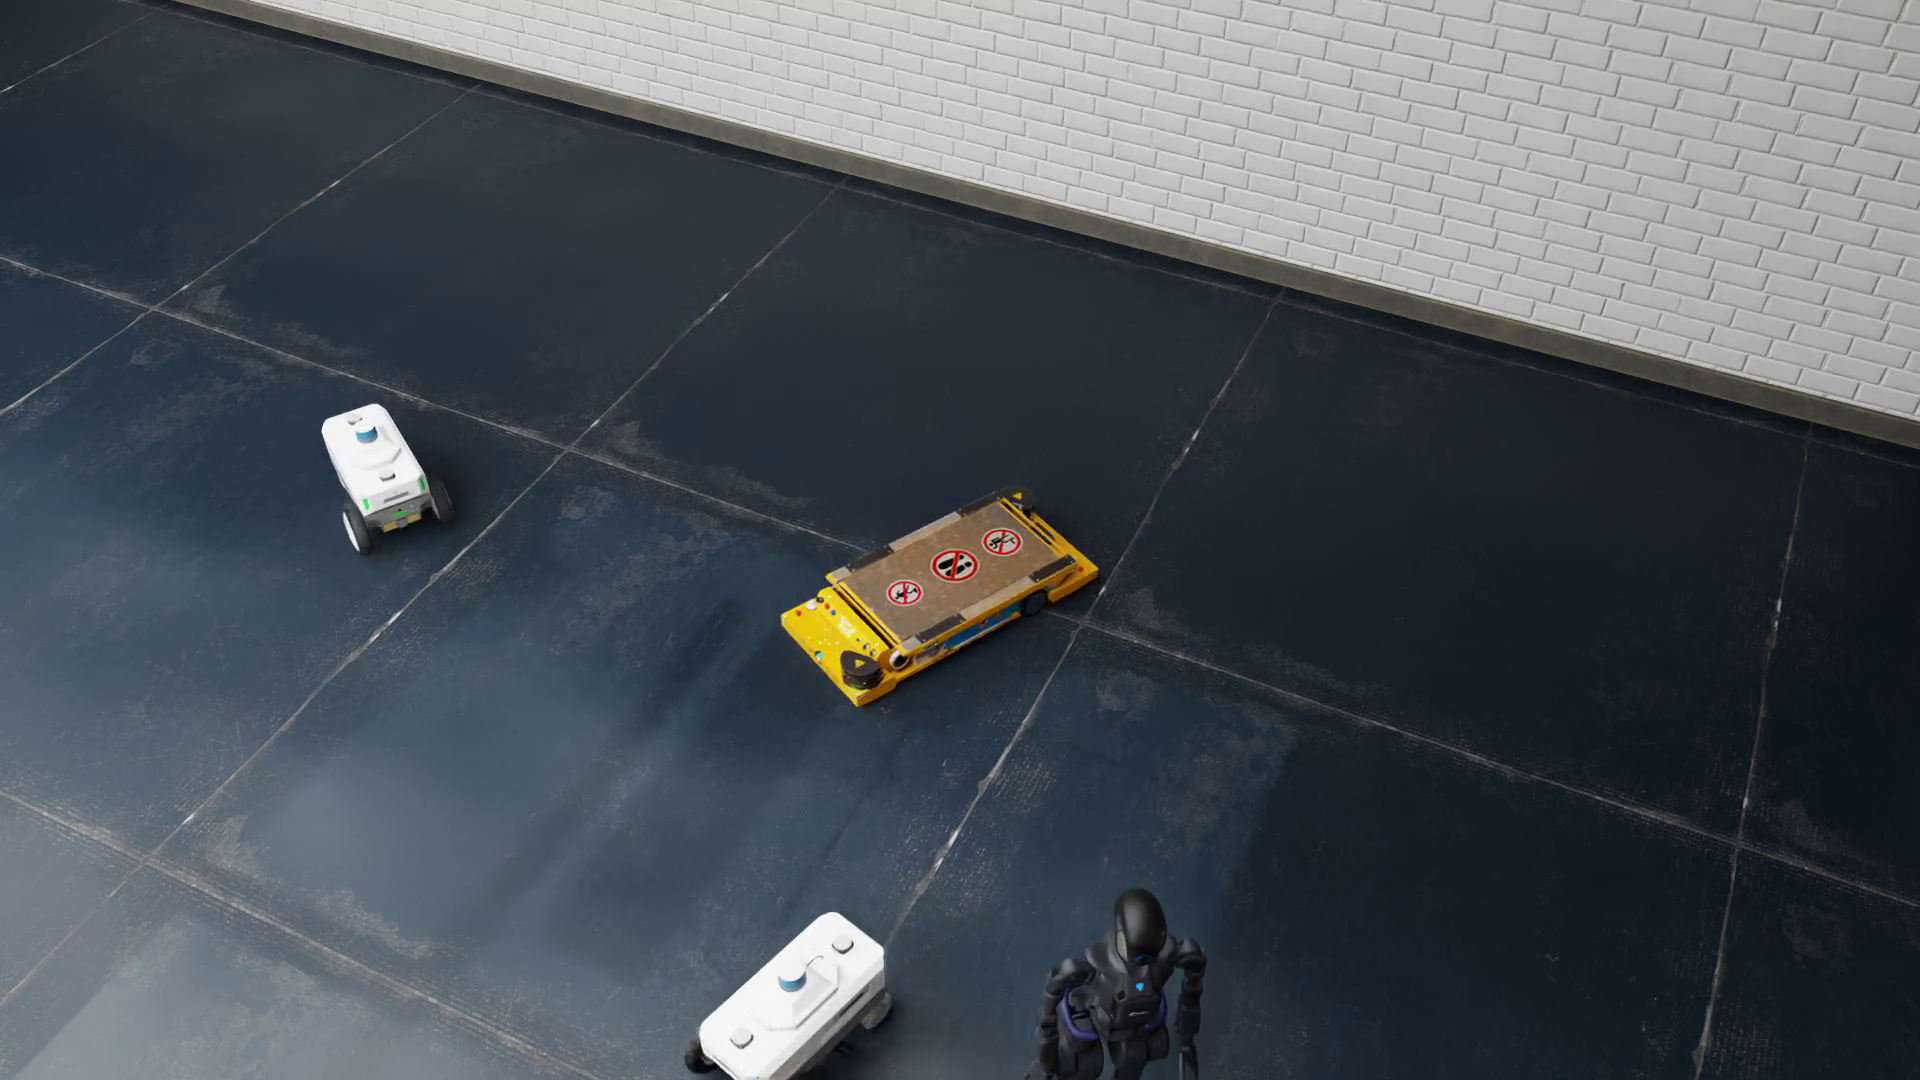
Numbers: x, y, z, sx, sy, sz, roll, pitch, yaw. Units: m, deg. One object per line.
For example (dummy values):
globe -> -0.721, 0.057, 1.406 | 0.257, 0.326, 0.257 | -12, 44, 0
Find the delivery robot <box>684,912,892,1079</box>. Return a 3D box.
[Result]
delivery robot -> -0.620, 1.765, 6.143 | 0.499, 0.599, 0.784 | 31, 51, 29

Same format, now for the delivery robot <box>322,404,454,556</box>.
delivery robot -> -2.936, -0.333, 8.412 | 0.499, 0.606, 0.807 | -23, 48, -23

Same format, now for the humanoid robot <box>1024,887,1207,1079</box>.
humanoid robot -> 0.499, 1.625, 5.474 | 0.590, 1.643, 0.363 | -9, 44, -10

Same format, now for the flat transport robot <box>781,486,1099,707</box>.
flat transport robot -> -0.086, 0.240, 7.996 | 1.431, 0.231, 0.659 | -27, 49, -26
